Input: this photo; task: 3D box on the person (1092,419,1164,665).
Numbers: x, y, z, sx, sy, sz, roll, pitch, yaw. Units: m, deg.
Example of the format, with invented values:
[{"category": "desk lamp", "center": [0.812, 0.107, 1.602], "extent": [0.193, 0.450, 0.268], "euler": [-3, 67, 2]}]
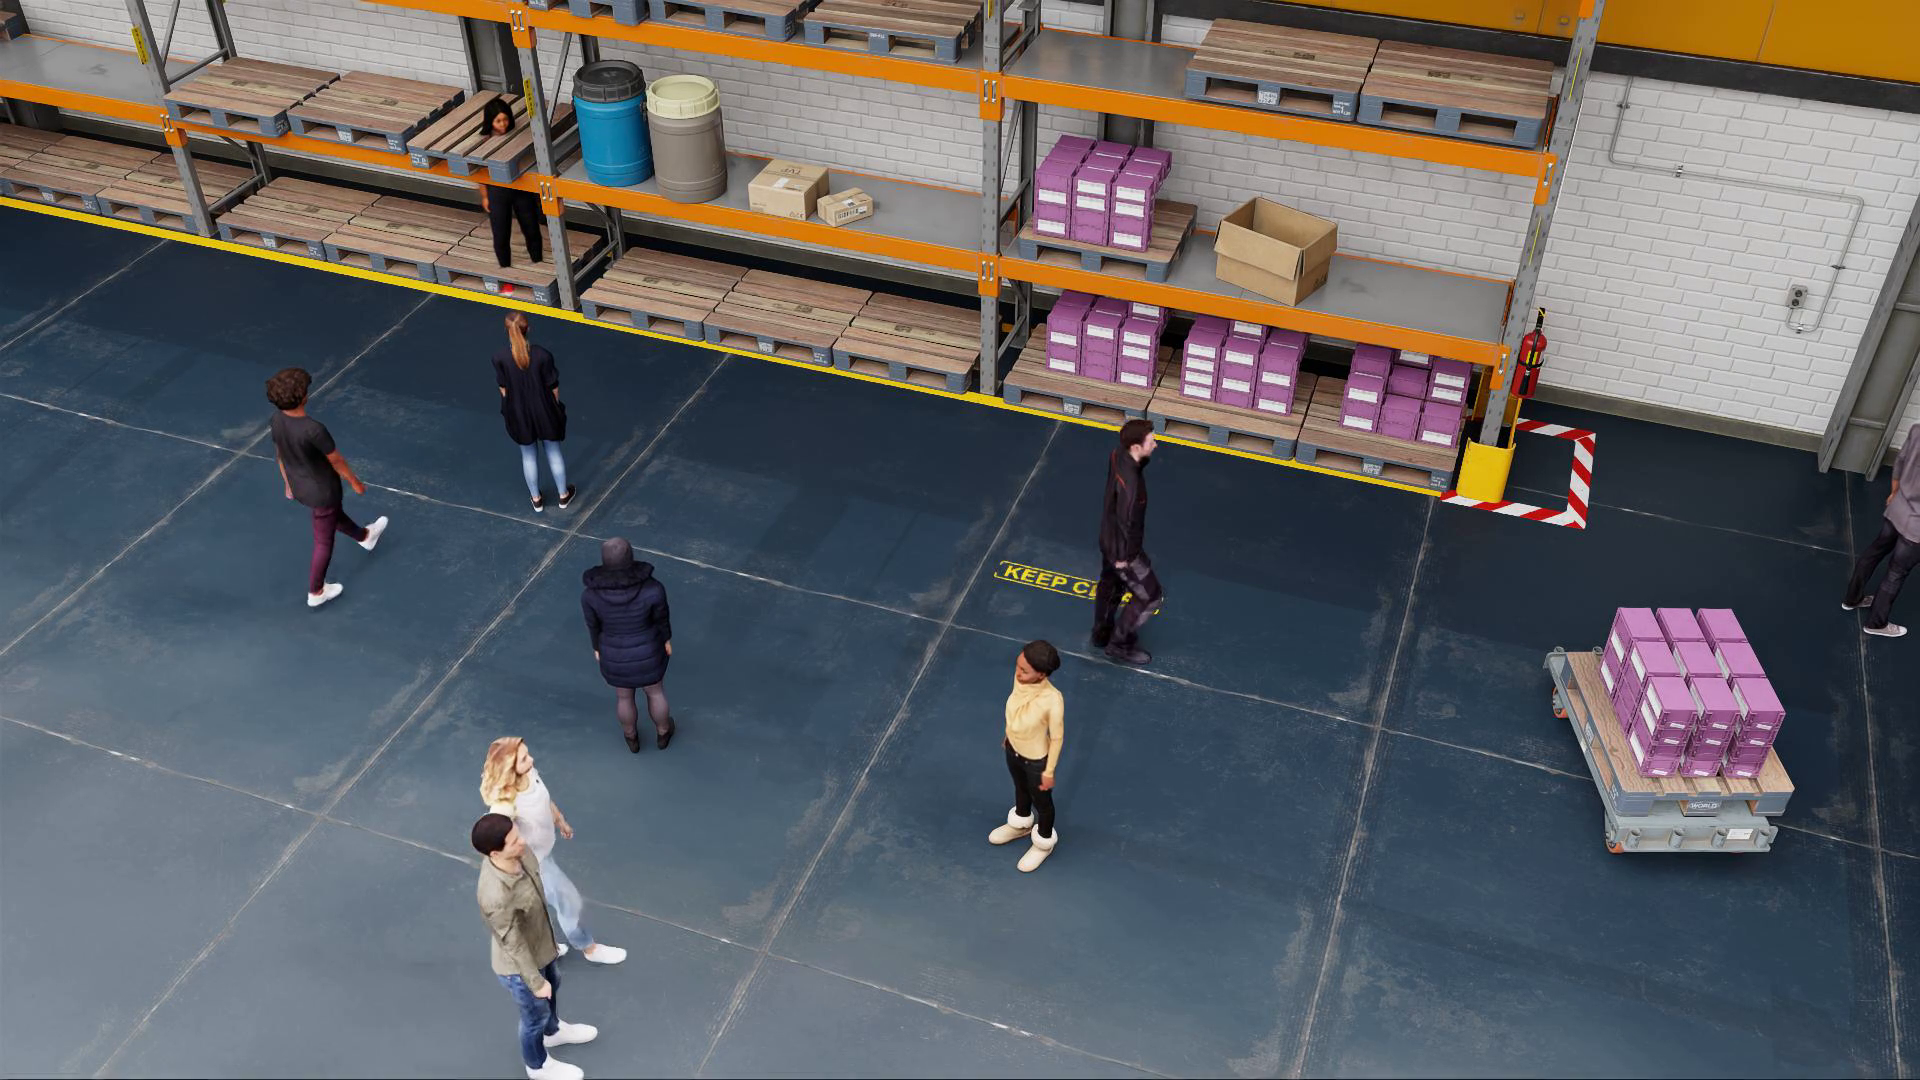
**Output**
[{"category": "person", "center": [0.993, 0.011, 10.845], "extent": [0.808, 1.900, 0.798], "euler": [-4, 39, -5]}]

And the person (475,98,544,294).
[{"category": "person", "center": [-4.002, -3.082, 14.790], "extent": [0.772, 1.811, 0.844], "euler": [-13, 41, -16]}]

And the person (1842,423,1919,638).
[{"category": "person", "center": [6.376, -0.187, 11.131], "extent": [0.709, 1.854, 0.747], "euler": [-4, 39, -4]}]

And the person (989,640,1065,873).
[{"category": "person", "center": [0.416, 1.207, 9.542], "extent": [0.756, 1.659, 0.671], "euler": [-24, 44, -27]}]

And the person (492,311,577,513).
[{"category": "person", "center": [-3.131, -0.938, 12.208], "extent": [0.648, 1.684, 0.772], "euler": [-4, 39, -5]}]

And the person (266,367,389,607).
[{"category": "person", "center": [-4.461, -0.326, 11.398], "extent": [1.117, 1.737, 0.788], "euler": [18, 42, 21]}]

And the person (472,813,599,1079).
[{"category": "person", "center": [-2.202, 2.052, 8.317], "extent": [0.769, 1.866, 0.798], "euler": [-2, 39, -2]}]

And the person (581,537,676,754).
[{"category": "person", "center": [-2.020, 0.651, 10.225], "extent": [0.753, 1.675, 0.849], "euler": [-5, 39, -7]}]

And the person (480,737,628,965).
[{"category": "person", "center": [-2.381, 1.684, 8.904], "extent": [0.968, 1.709, 0.812], "euler": [-1, 39, -1]}]
